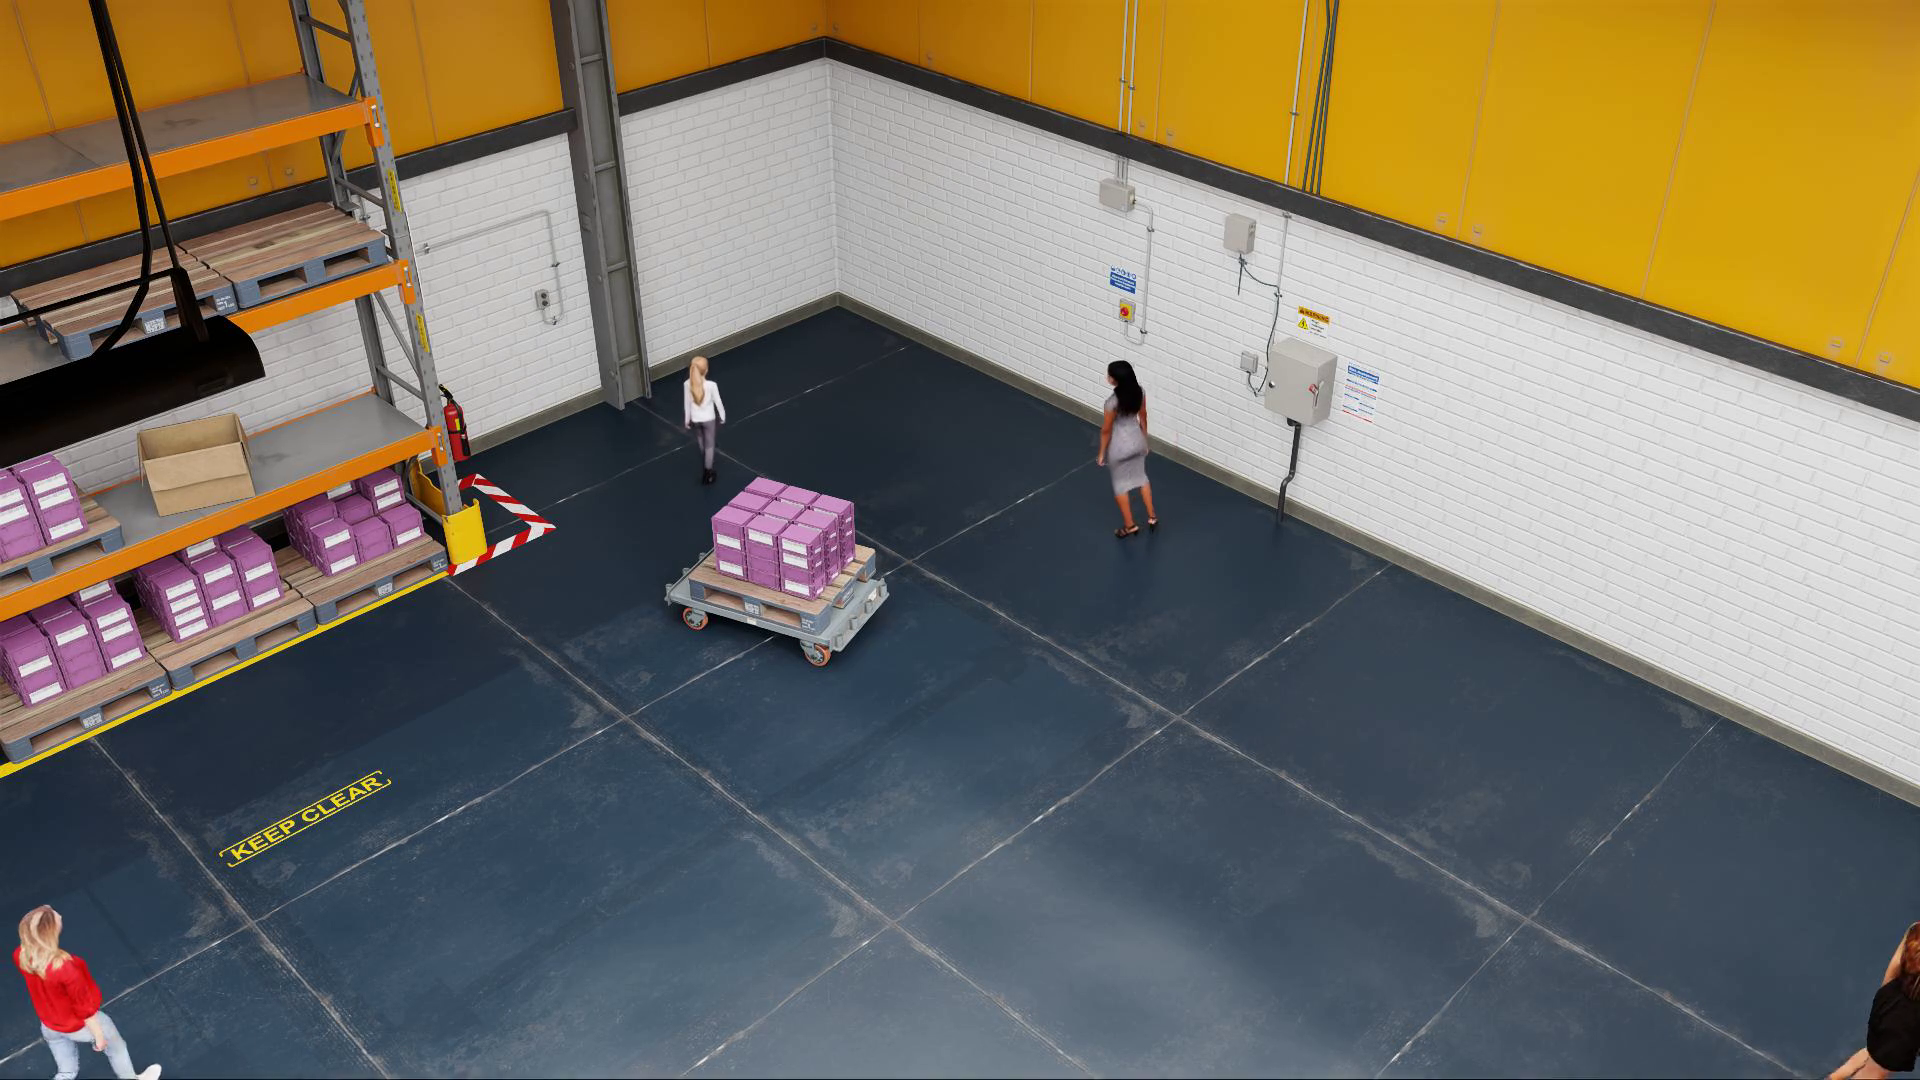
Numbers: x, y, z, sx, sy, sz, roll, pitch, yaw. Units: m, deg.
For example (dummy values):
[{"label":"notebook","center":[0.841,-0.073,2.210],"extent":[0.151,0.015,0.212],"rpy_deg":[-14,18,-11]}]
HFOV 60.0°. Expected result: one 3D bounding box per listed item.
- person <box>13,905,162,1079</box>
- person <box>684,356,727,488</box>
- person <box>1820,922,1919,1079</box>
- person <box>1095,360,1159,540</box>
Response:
[{"label":"person","center":[-4.970,2.724,9.208],"extent":[0.948,1.680,1.147],"rpy_deg":[9,35,13]},{"label":"person","center":[-2.384,-1.076,15.303],"extent":[0.733,1.261,0.855],"rpy_deg":[7,34,11]},{"label":"person","center":[5.080,2.655,9.177],"extent":[0.807,1.829,0.753],"rpy_deg":[6,34,9]},{"label":"person","center":[1.484,-0.749,14.375],"extent":[0.624,1.744,0.902],"rpy_deg":[-10,35,-15]}]
